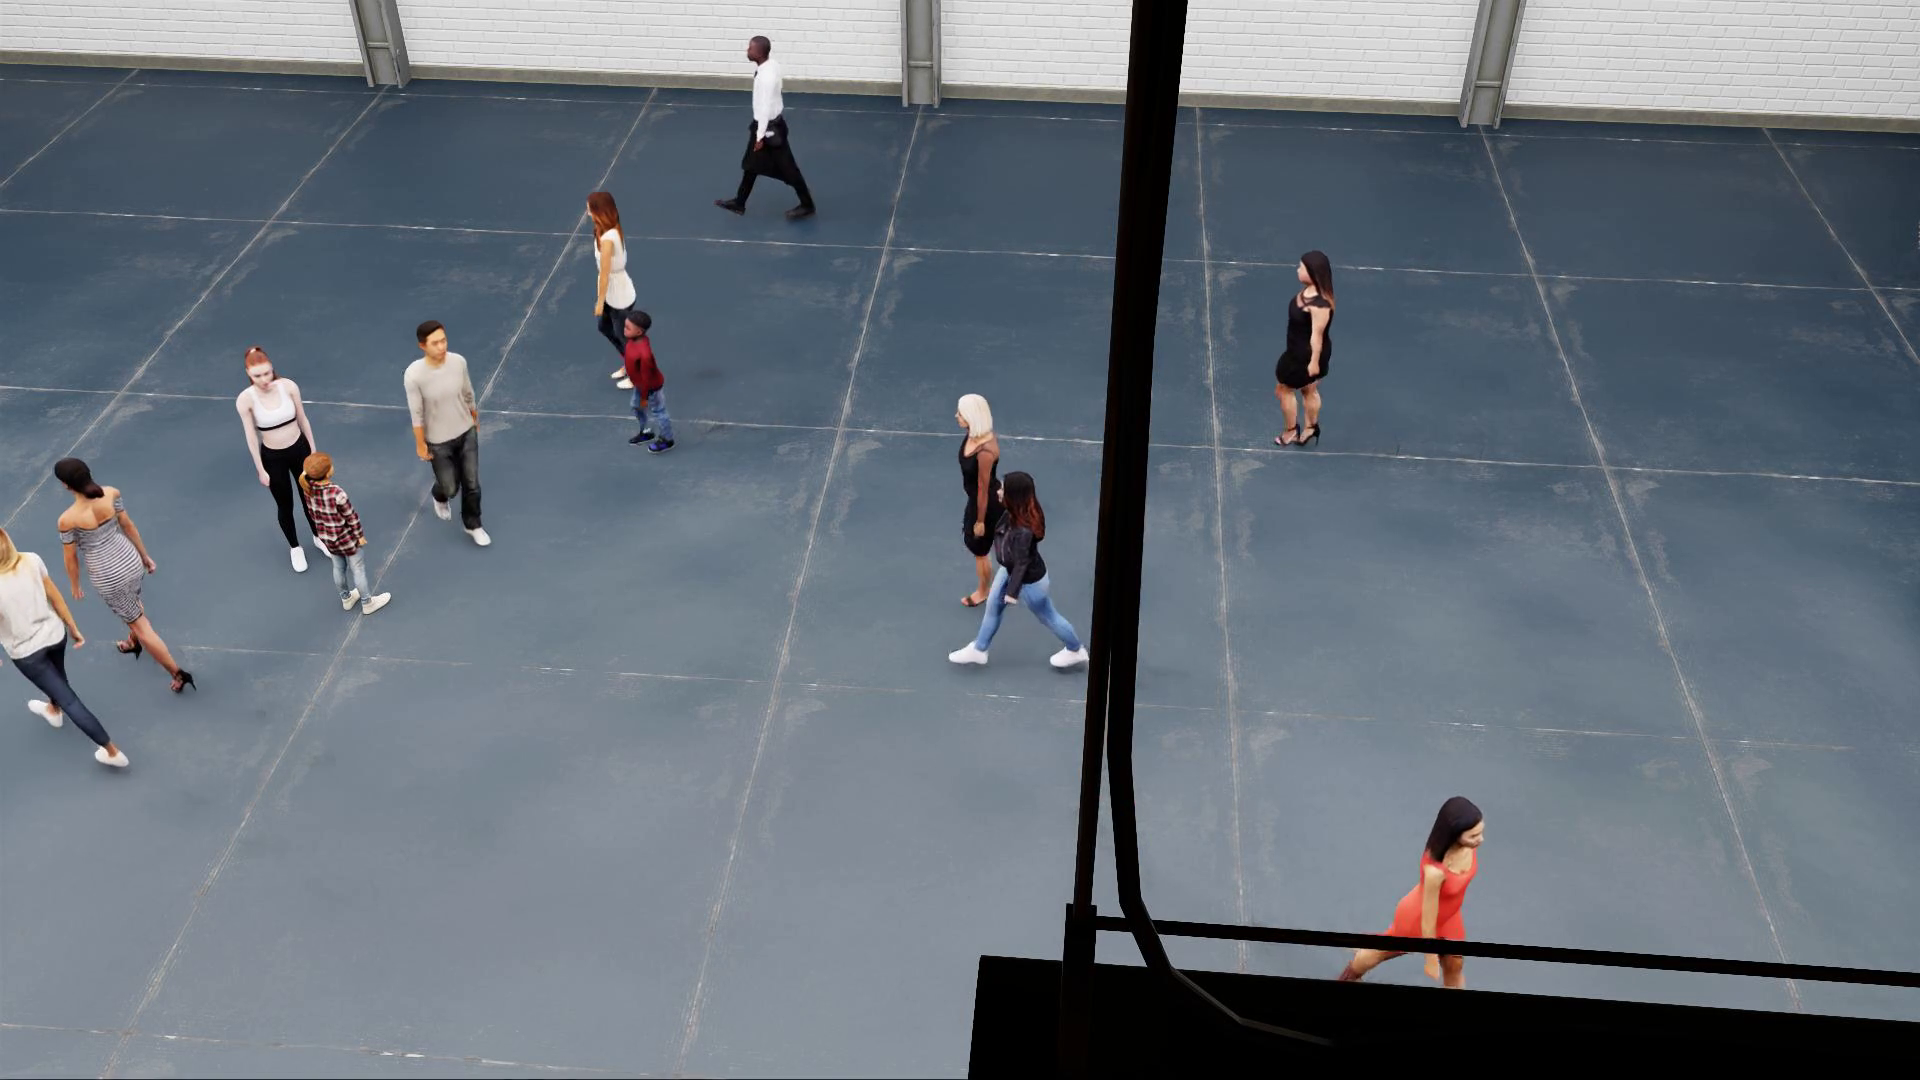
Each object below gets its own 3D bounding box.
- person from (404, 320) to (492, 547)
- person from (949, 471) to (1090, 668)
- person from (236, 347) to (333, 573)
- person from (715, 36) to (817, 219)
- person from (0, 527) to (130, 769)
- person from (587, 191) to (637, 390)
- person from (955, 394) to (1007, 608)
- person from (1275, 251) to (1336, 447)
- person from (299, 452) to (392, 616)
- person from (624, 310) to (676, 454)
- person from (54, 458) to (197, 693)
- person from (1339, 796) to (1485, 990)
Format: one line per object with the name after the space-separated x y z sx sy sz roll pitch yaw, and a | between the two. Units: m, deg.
-3.660 -0.782 11.754 0.909 1.801 0.974 -30 48 -32 | person
0.493 0.246 10.646 1.191 1.579 0.753 -2 39 -2 | person
-4.674 -0.570 11.537 0.649 1.742 0.712 -27 46 -30 | person
-1.673 -3.795 15.538 1.233 1.789 0.776 -2 39 -3 | person
-5.445 0.680 9.958 1.227 1.759 0.882 17 42 20 | person
-2.644 -1.975 13.274 0.681 1.770 0.677 -9 40 -11 | person
0.250 -0.244 11.139 0.825 1.729 0.723 -5 39 -7 | person
2.731 -1.401 12.608 0.665 1.703 0.695 6 39 8 | person
-4.196 -0.049 11.235 0.541 1.305 0.648 14 41 17 | person
-2.335 -1.227 12.758 0.661 1.244 0.615 -14 41 -17 | person
-5.199 0.275 10.436 1.049 1.796 0.821 16 41 19 | person
2.301 1.907 8.499 1.196 1.662 1.004 26 45 29 | person
